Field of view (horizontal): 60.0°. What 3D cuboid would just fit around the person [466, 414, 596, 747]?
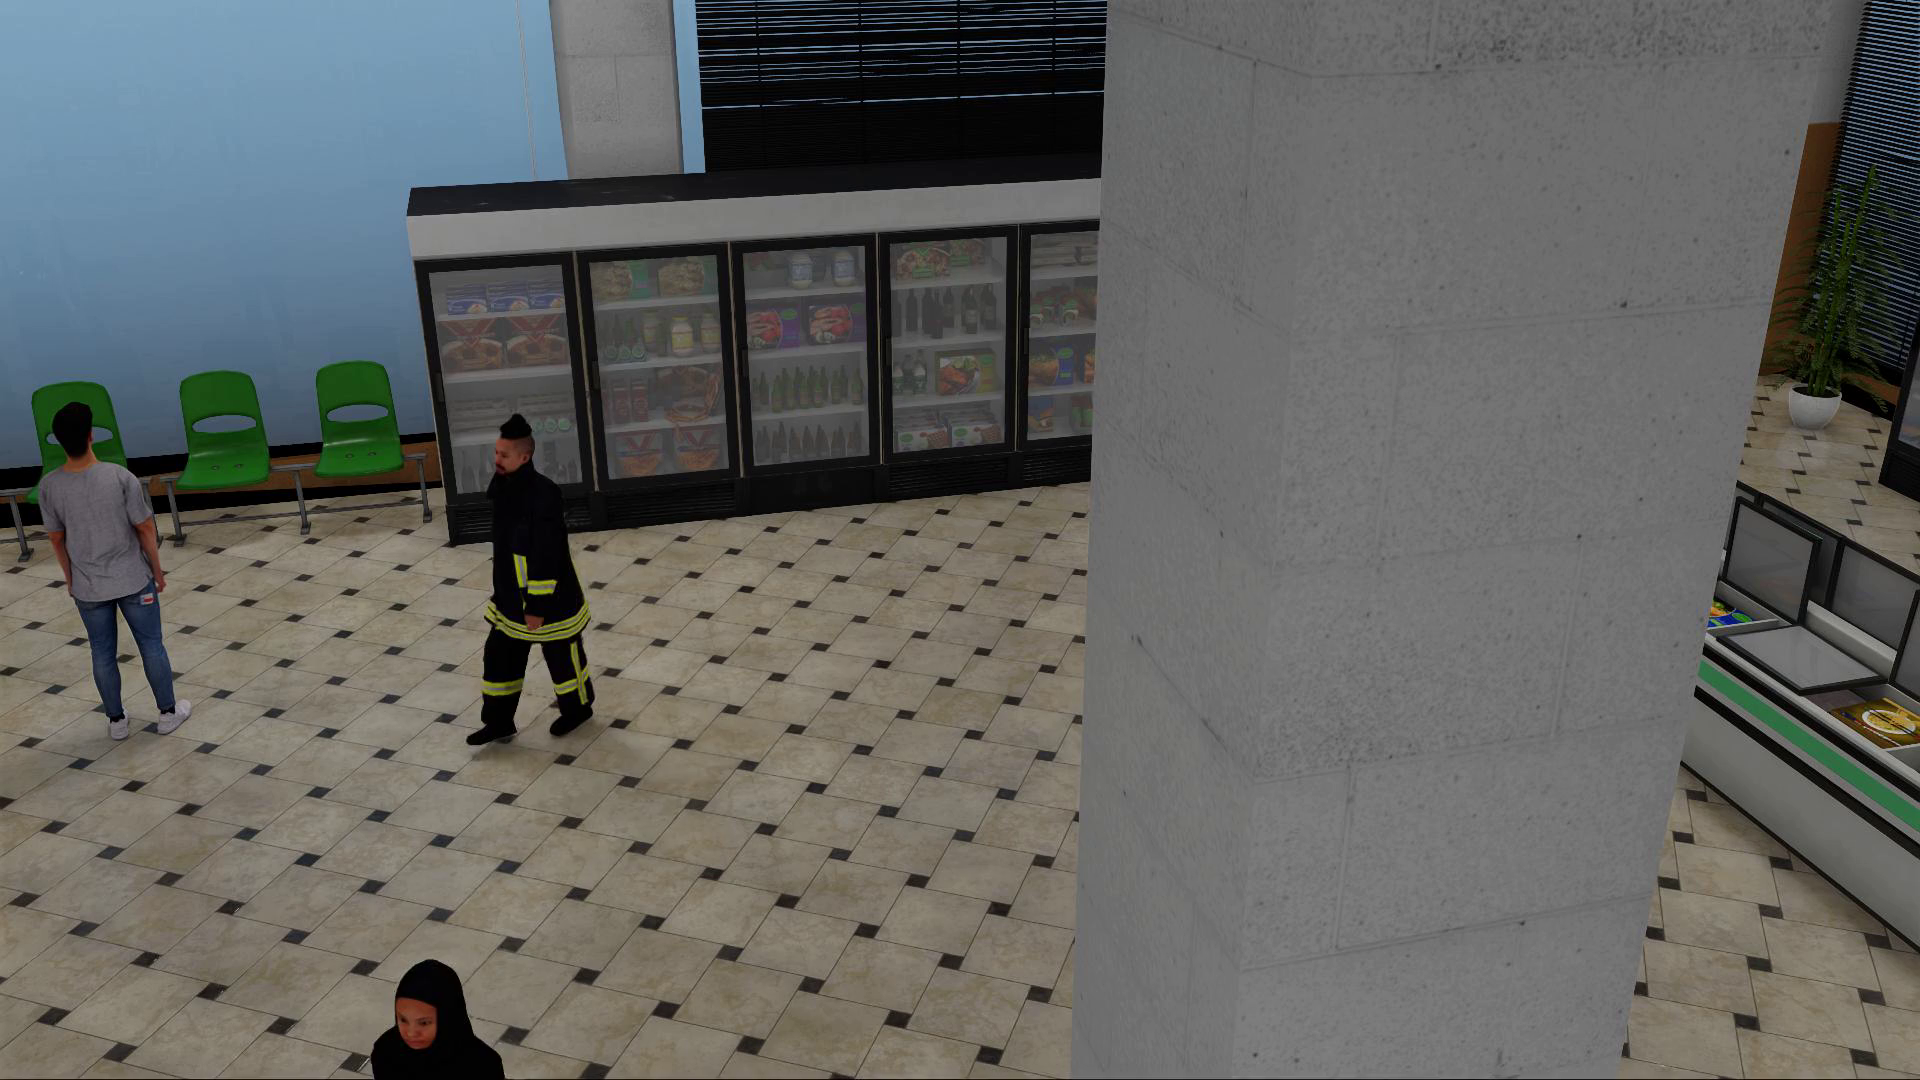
[{"bbox_3d":[-2.185,0.202,8.842,1.054,1.844,1.091,18,29,35],"label":"person"}]

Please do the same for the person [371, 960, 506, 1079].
[{"bbox_3d":[-1.541,1.932,5.180,0.829,1.609,0.929,6,24,13],"label":"person"}]

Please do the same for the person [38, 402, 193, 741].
[{"bbox_3d":[-4.522,0.175,8.846,0.657,1.890,0.545,-6,24,-14],"label":"person"}]
